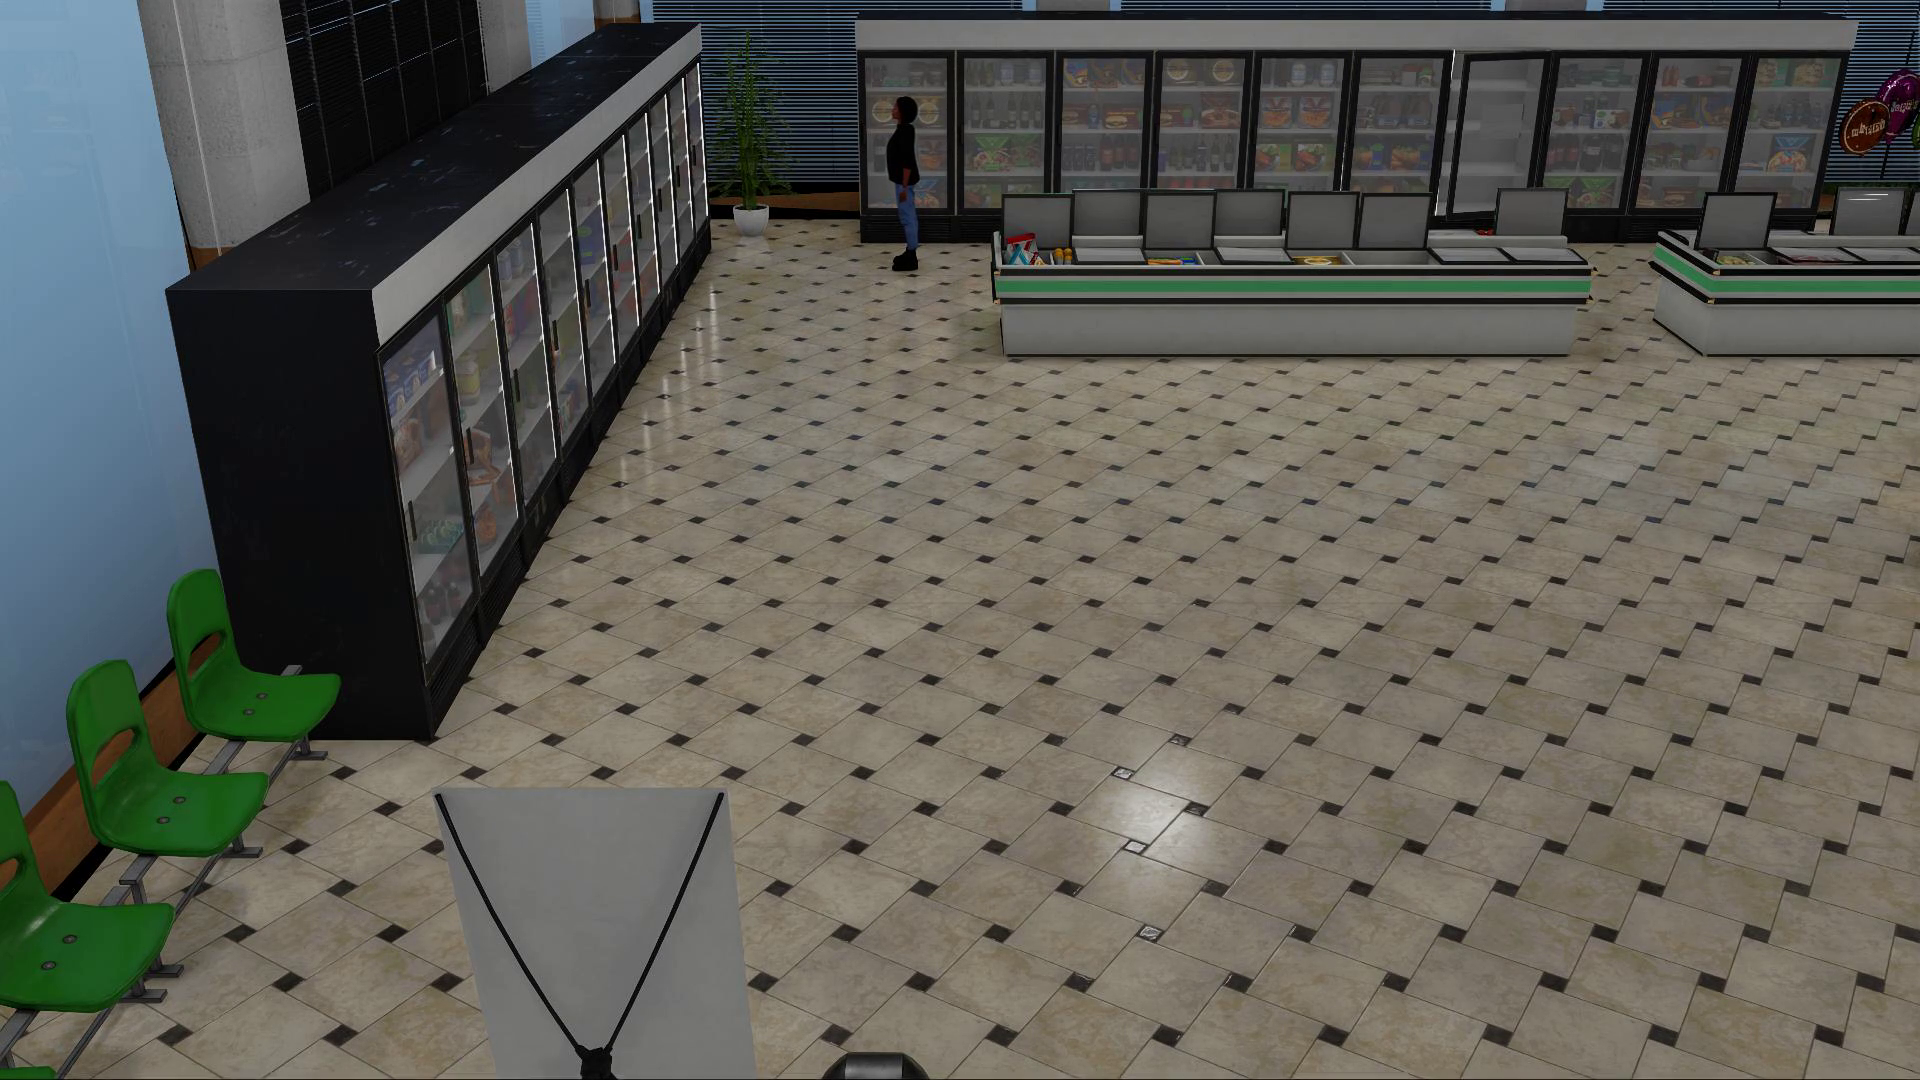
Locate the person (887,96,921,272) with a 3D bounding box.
[{"bbox_3d":[-0.532,-3.545,16.545,0.552,1.701,0.584,2,24,4],"label":"person"}]
